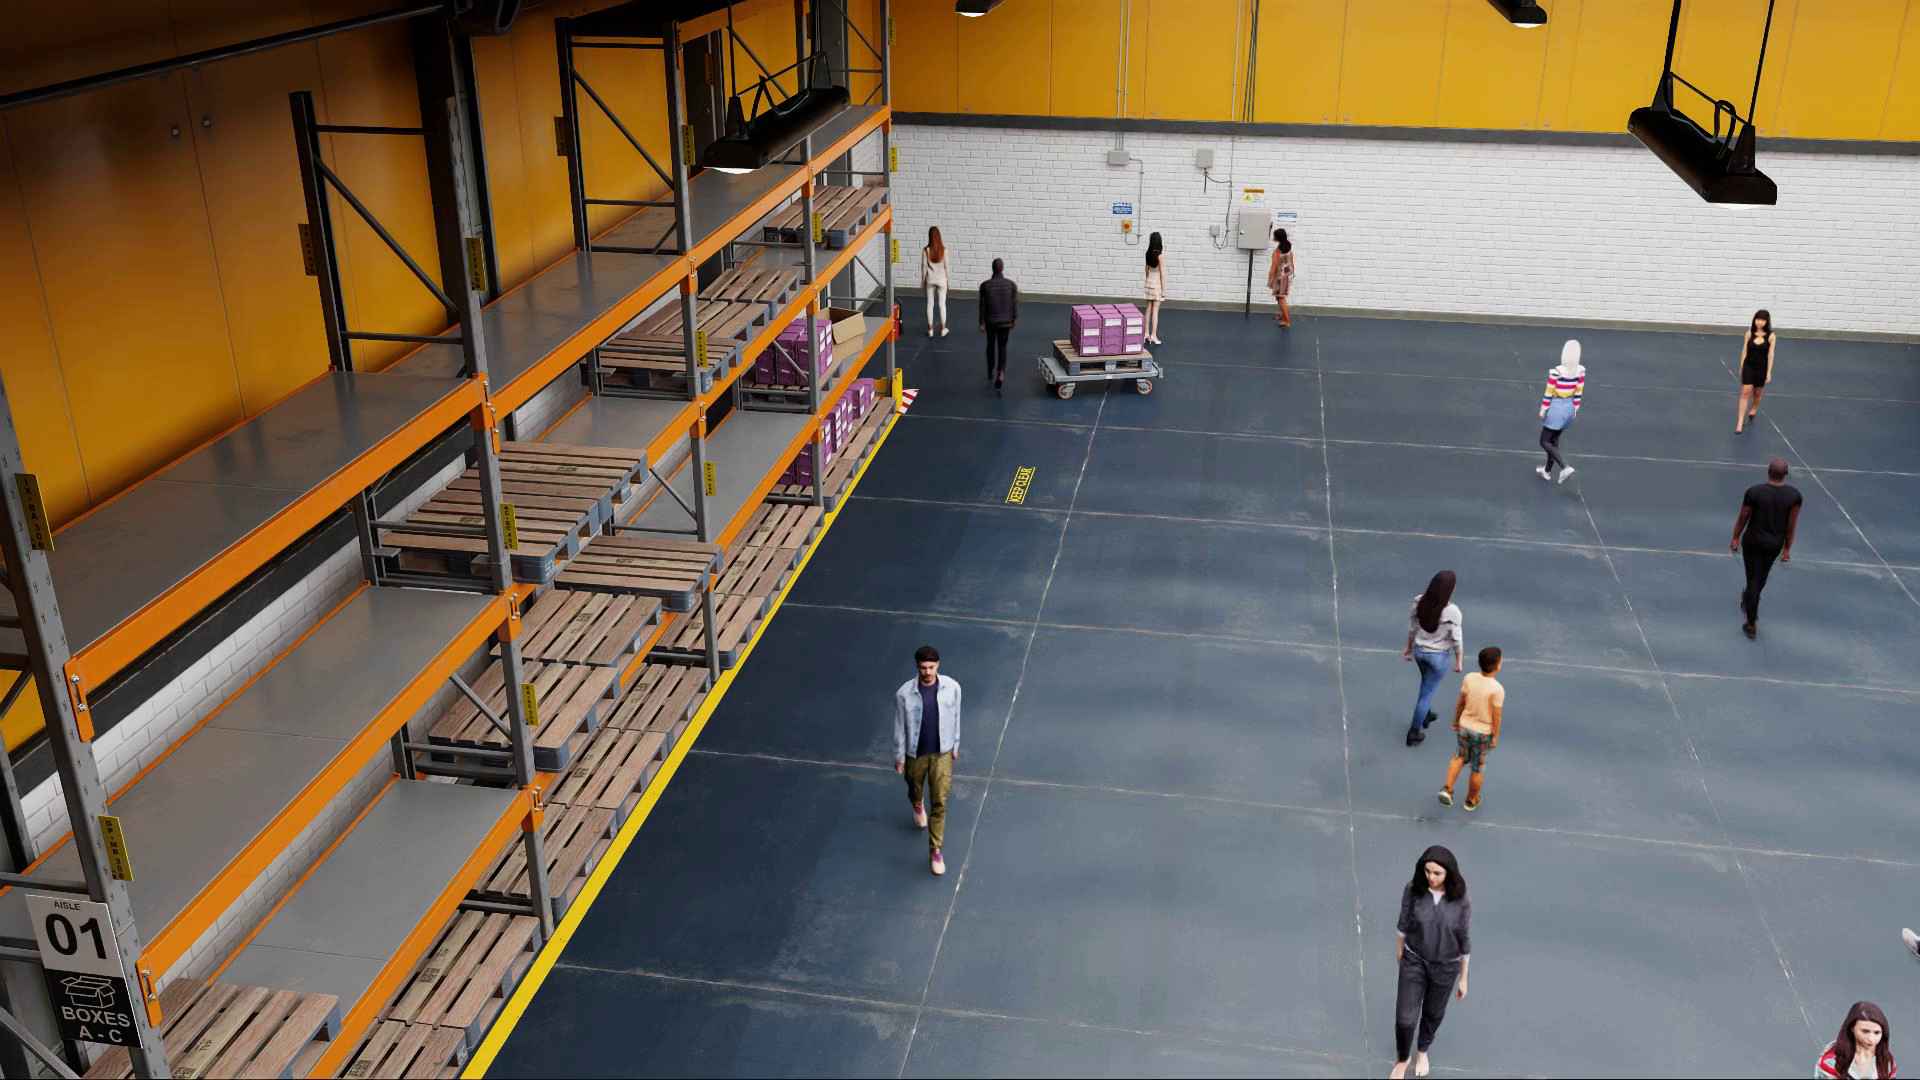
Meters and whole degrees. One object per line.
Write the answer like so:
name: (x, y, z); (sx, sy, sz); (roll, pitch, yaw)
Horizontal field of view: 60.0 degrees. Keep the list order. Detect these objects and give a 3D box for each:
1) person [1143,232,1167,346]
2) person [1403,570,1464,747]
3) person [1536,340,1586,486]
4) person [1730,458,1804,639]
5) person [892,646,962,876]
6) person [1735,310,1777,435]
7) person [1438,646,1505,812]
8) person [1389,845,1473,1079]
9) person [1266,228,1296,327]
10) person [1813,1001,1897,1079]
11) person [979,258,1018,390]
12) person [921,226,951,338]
person: (2.959, -3.851, 25.413); (0.714, 1.737, 0.650); (-15, 28, -31)
person: (4.024, 1.044, 14.376); (0.954, 1.607, 0.877); (-20, 30, -38)
person: (7.240, -1.507, 19.979); (0.921, 1.793, 1.060); (-8, 25, -17)
person: (7.884, 0.105, 16.298); (0.687, 1.788, 1.073); (5, 24, 11)
person: (-0.261, 1.615, 12.858); (0.926, 1.777, 1.247); (-3, 24, -6)
person: (10.469, -2.227, 21.845); (0.832, 1.618, 1.107); (14, 27, 29)
person: (4.123, 1.547, 13.415); (0.819, 1.455, 0.734); (-21, 31, -39)
person: (2.994, 2.635, 10.565); (0.650, 1.745, 0.696); (6, 24, 14)
person: (5.120, -4.128, 26.231); (0.735, 1.589, 0.839); (-20, 30, -38)
person: (4.912, 3.261, 9.296); (0.605, 1.613, 0.537); (2, 24, 4)
person: (0.544, -3.021, 23.436); (0.797, 1.798, 1.205); (1, 24, 1)
person: (-0.381, -4.007, 25.805); (0.651, 1.708, 0.602); (-1, 24, -2)
